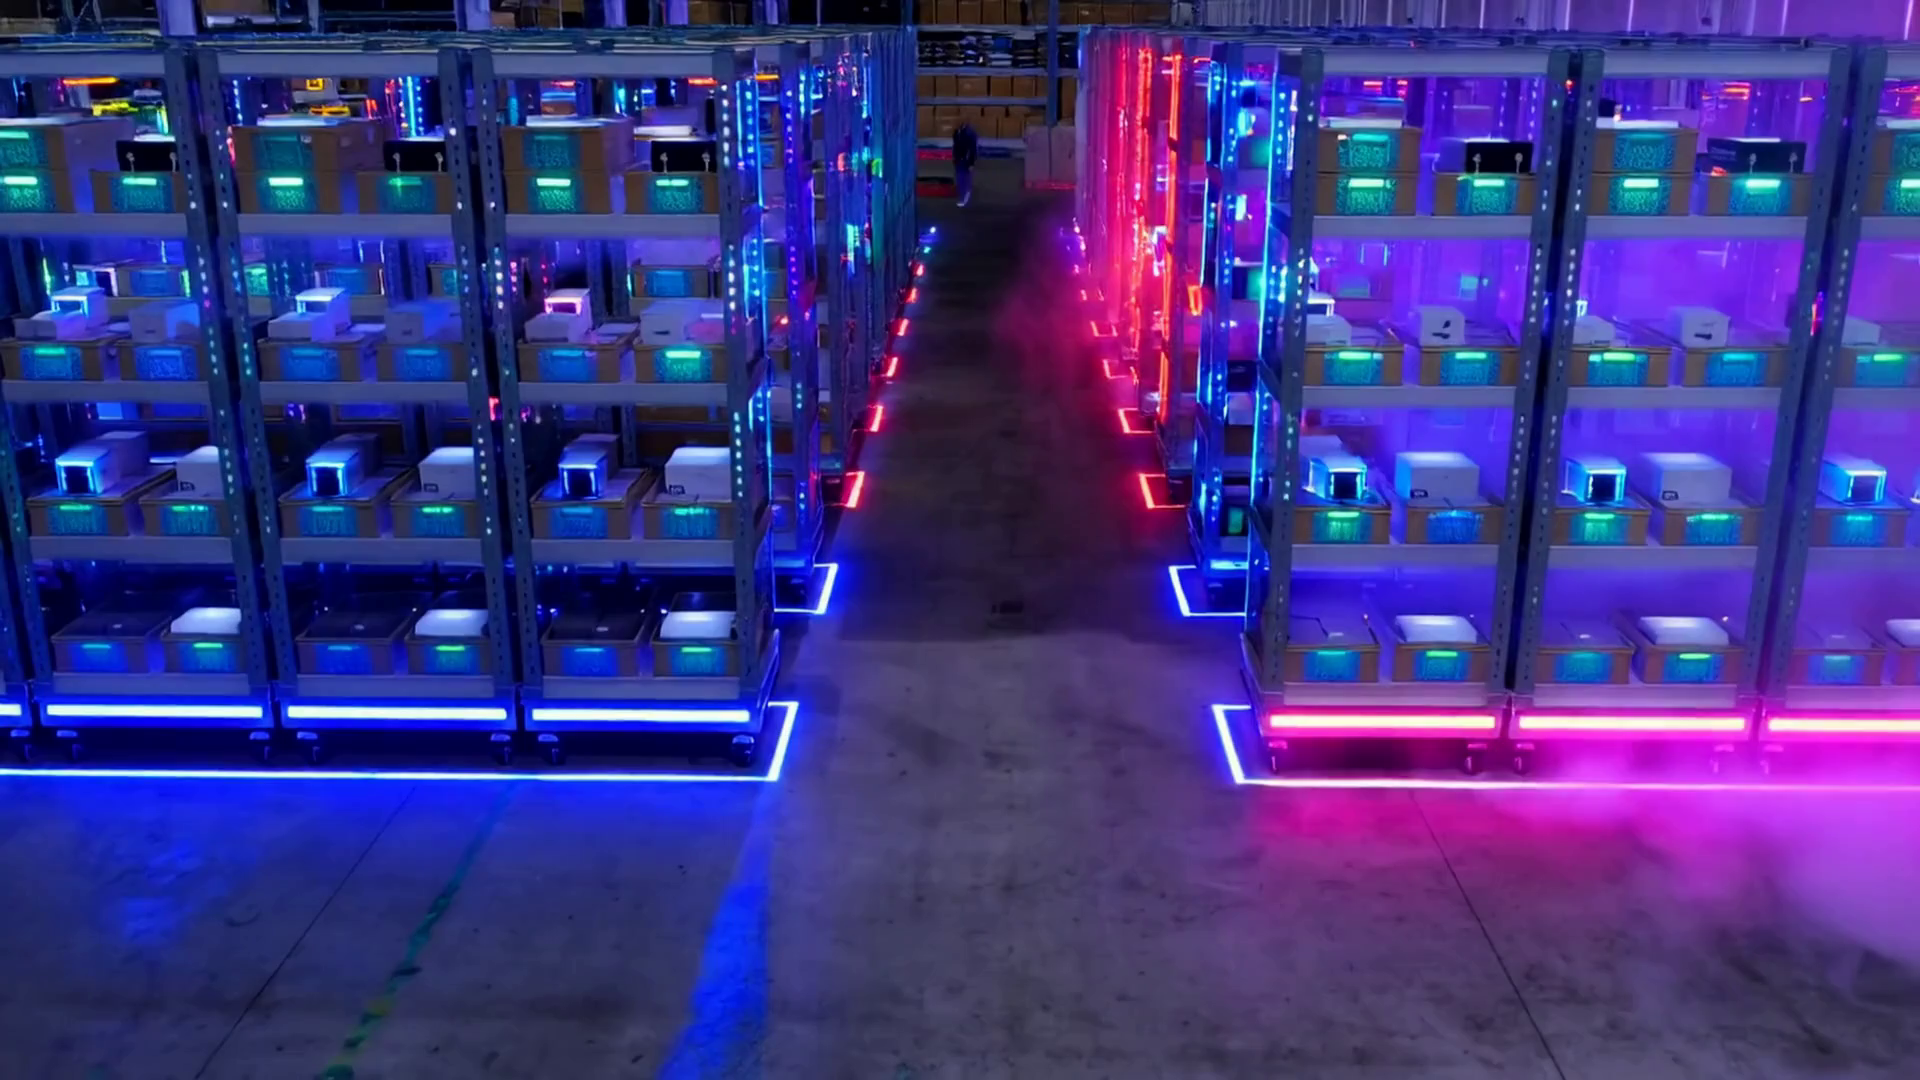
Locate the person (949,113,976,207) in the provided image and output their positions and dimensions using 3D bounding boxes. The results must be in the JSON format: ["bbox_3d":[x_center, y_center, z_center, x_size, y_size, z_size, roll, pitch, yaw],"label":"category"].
[{"bbox_3d":[0.056,-7.772,34.037,0.459,1.886,0.662,-13,22,-36],"label":"person"}]

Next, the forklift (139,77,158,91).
[{"bbox_3d":[-20.799,-11.142,43.147,1.873,2.768,1.129,0,17,1],"label":"forklift"}]
